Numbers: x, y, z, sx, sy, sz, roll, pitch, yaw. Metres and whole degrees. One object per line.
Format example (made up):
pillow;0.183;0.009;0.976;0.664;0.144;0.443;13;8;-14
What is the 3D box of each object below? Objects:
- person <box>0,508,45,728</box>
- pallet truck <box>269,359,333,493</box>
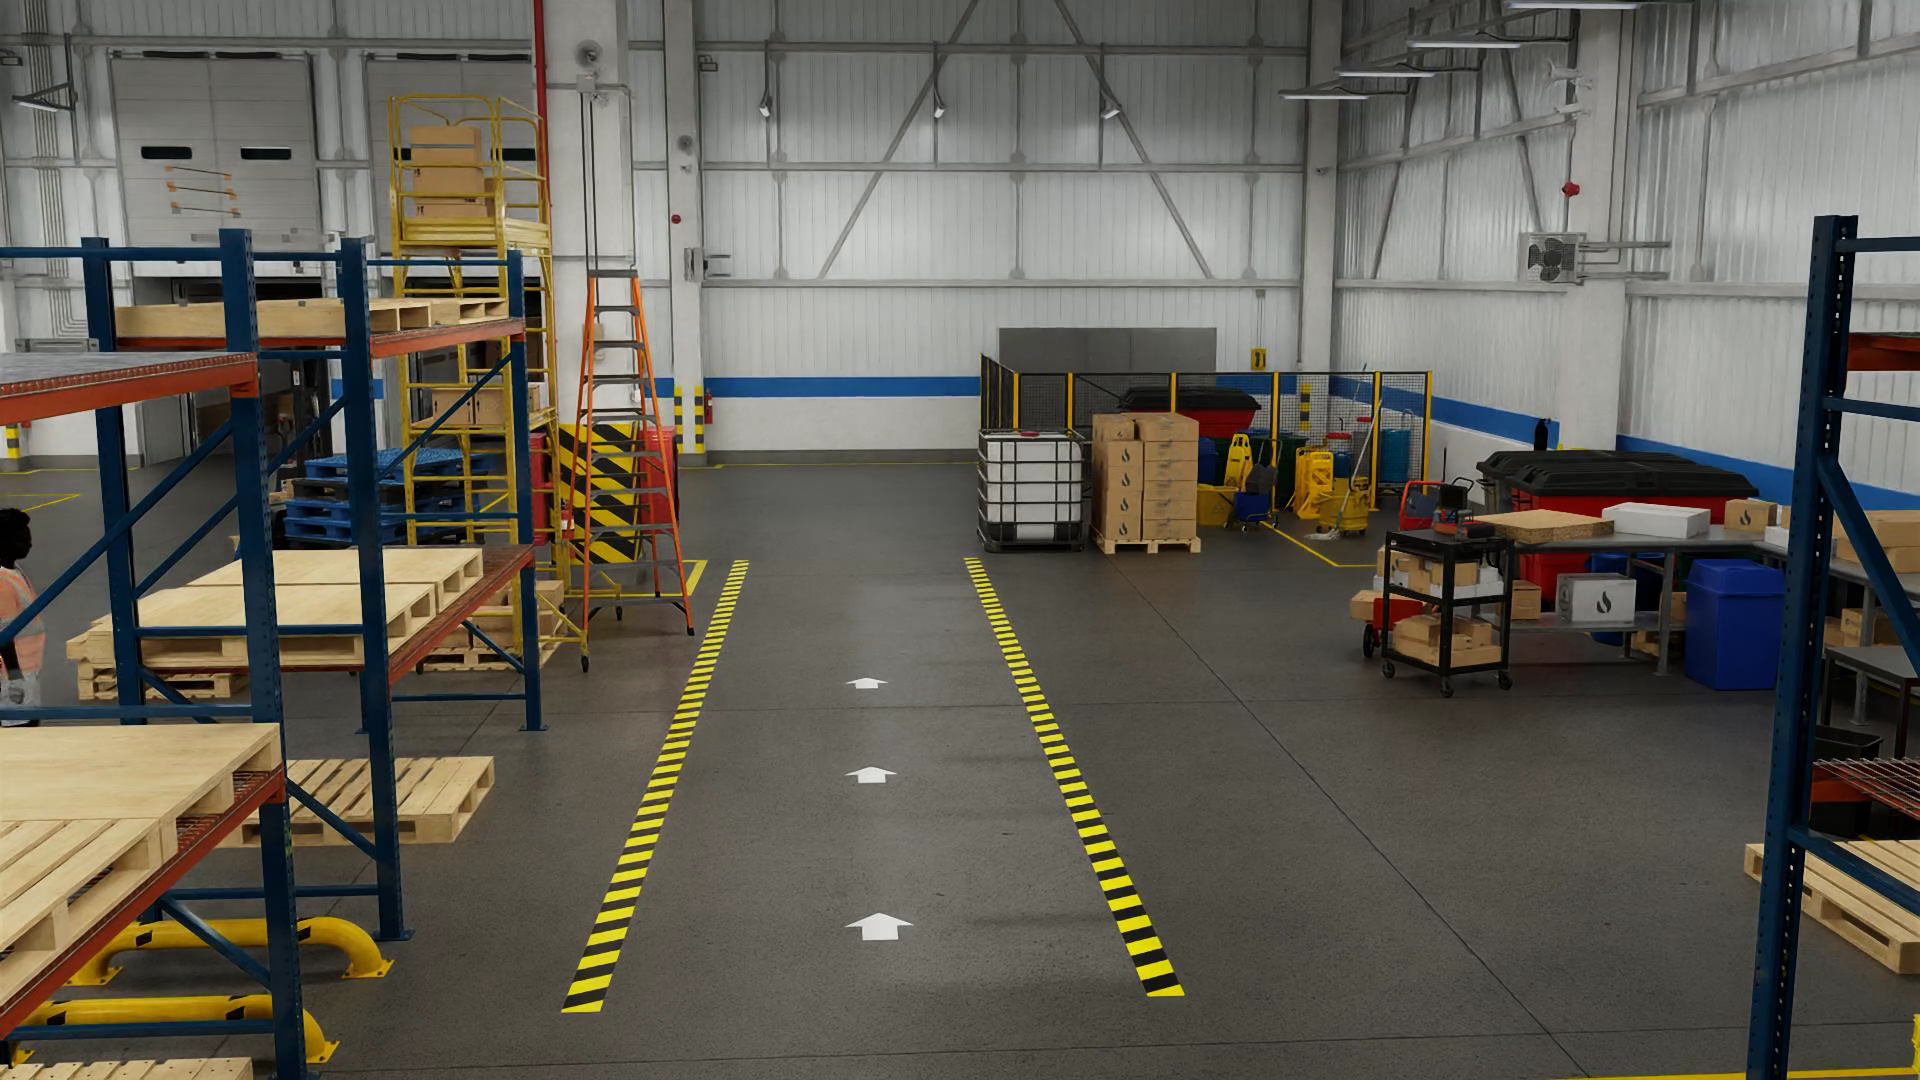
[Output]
person;-4.918;0.673;8.652;0.330;1.688;0.544;-4;10;-26
pallet truck;-7.062;-1.131;18.996;1.885;1.965;0.823;2;9;13
